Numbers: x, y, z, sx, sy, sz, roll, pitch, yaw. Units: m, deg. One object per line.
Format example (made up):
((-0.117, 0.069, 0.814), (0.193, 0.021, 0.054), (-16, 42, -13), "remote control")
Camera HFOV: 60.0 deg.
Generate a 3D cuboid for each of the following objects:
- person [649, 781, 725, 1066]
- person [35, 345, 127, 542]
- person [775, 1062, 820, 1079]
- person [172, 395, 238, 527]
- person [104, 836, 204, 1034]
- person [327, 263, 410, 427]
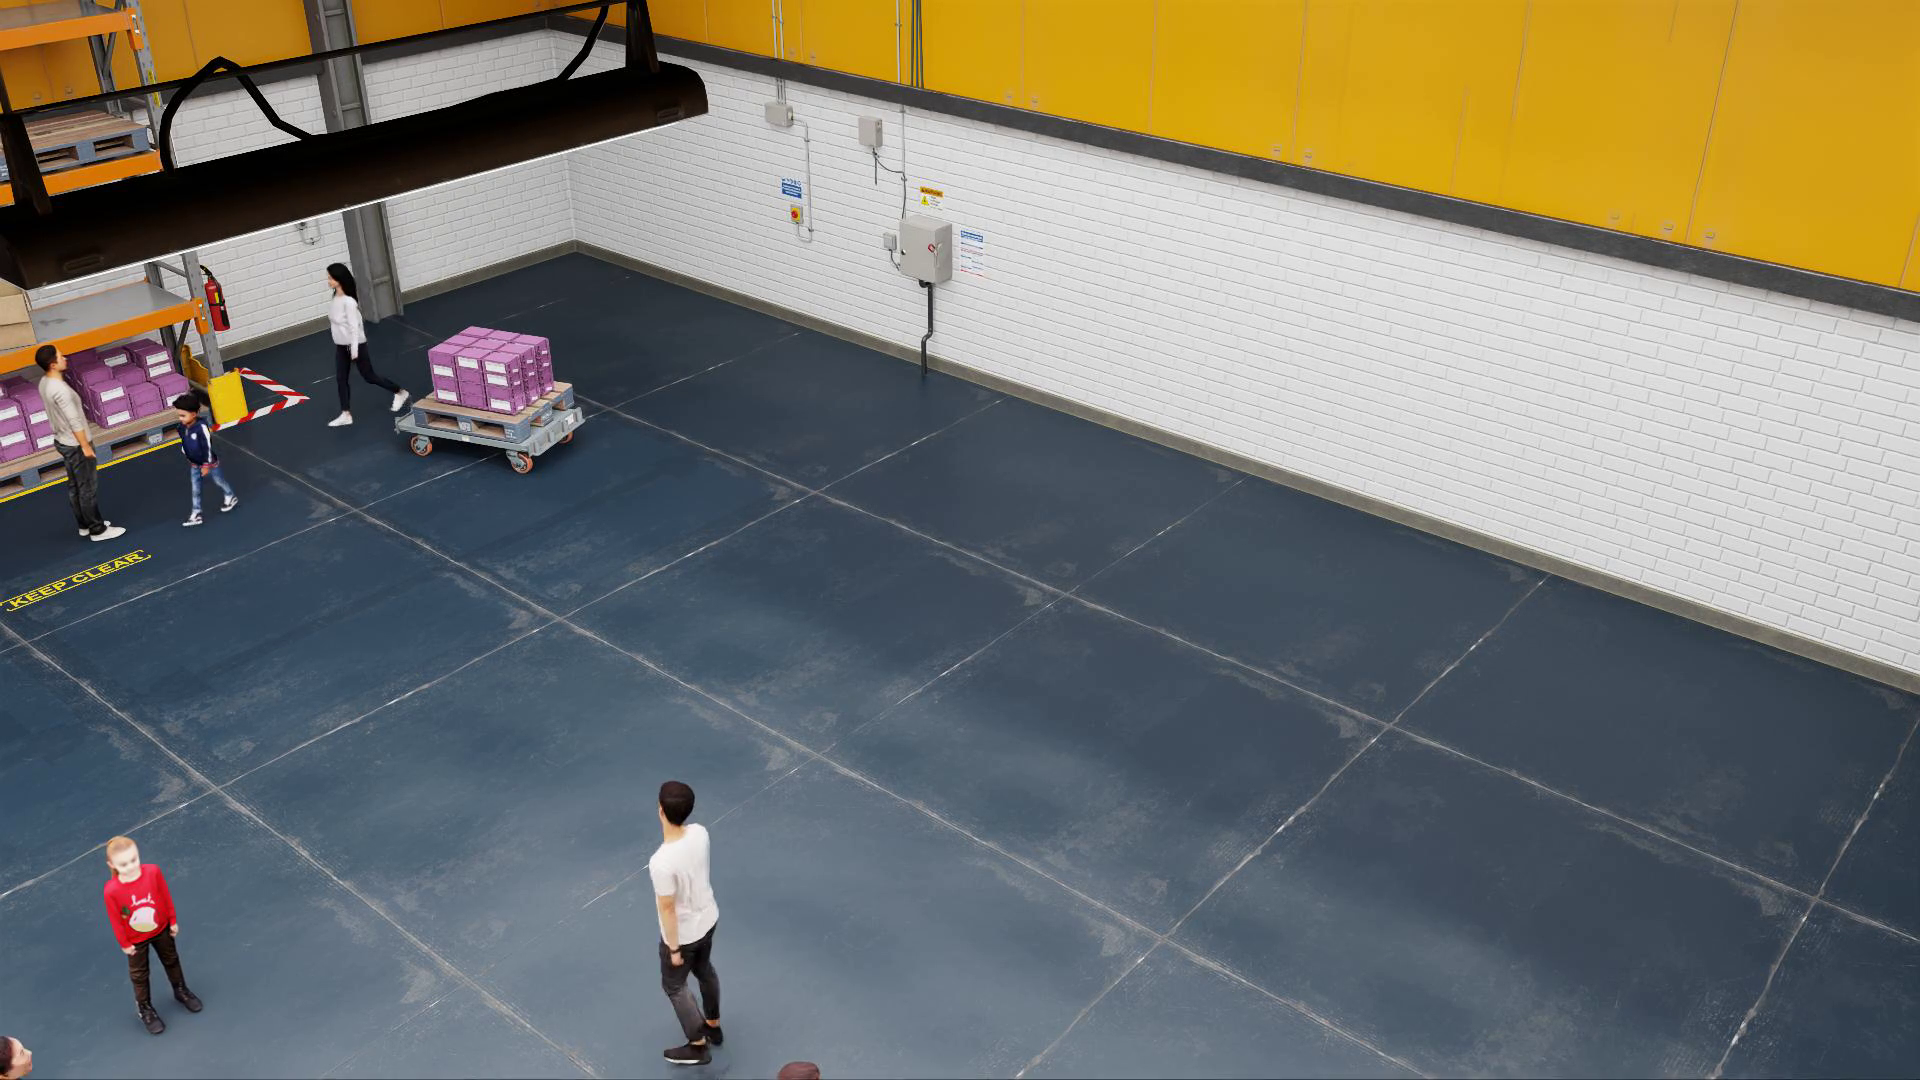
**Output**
((-1.480, 2.141, 9.192), (0.833, 1.687, 0.648), (6, 29, 11), "person")
((-7.772, -0.851, 14.547), (0.660, 1.811, 0.547), (24, 37, 37), "person")
((-0.729, 3.023, 7.711), (0.600, 1.558, 0.592), (-21, 35, -33), "person")
((-6.796, -0.753, 15.019), (0.726, 1.187, 0.921), (8, 30, 15), "person")
((-4.640, 2.217, 9.477), (0.537, 1.281, 0.411), (23, 36, 35), "person")
((-6.031, -1.979, 16.763), (0.652, 1.670, 1.092), (24, 37, 37), "person")
